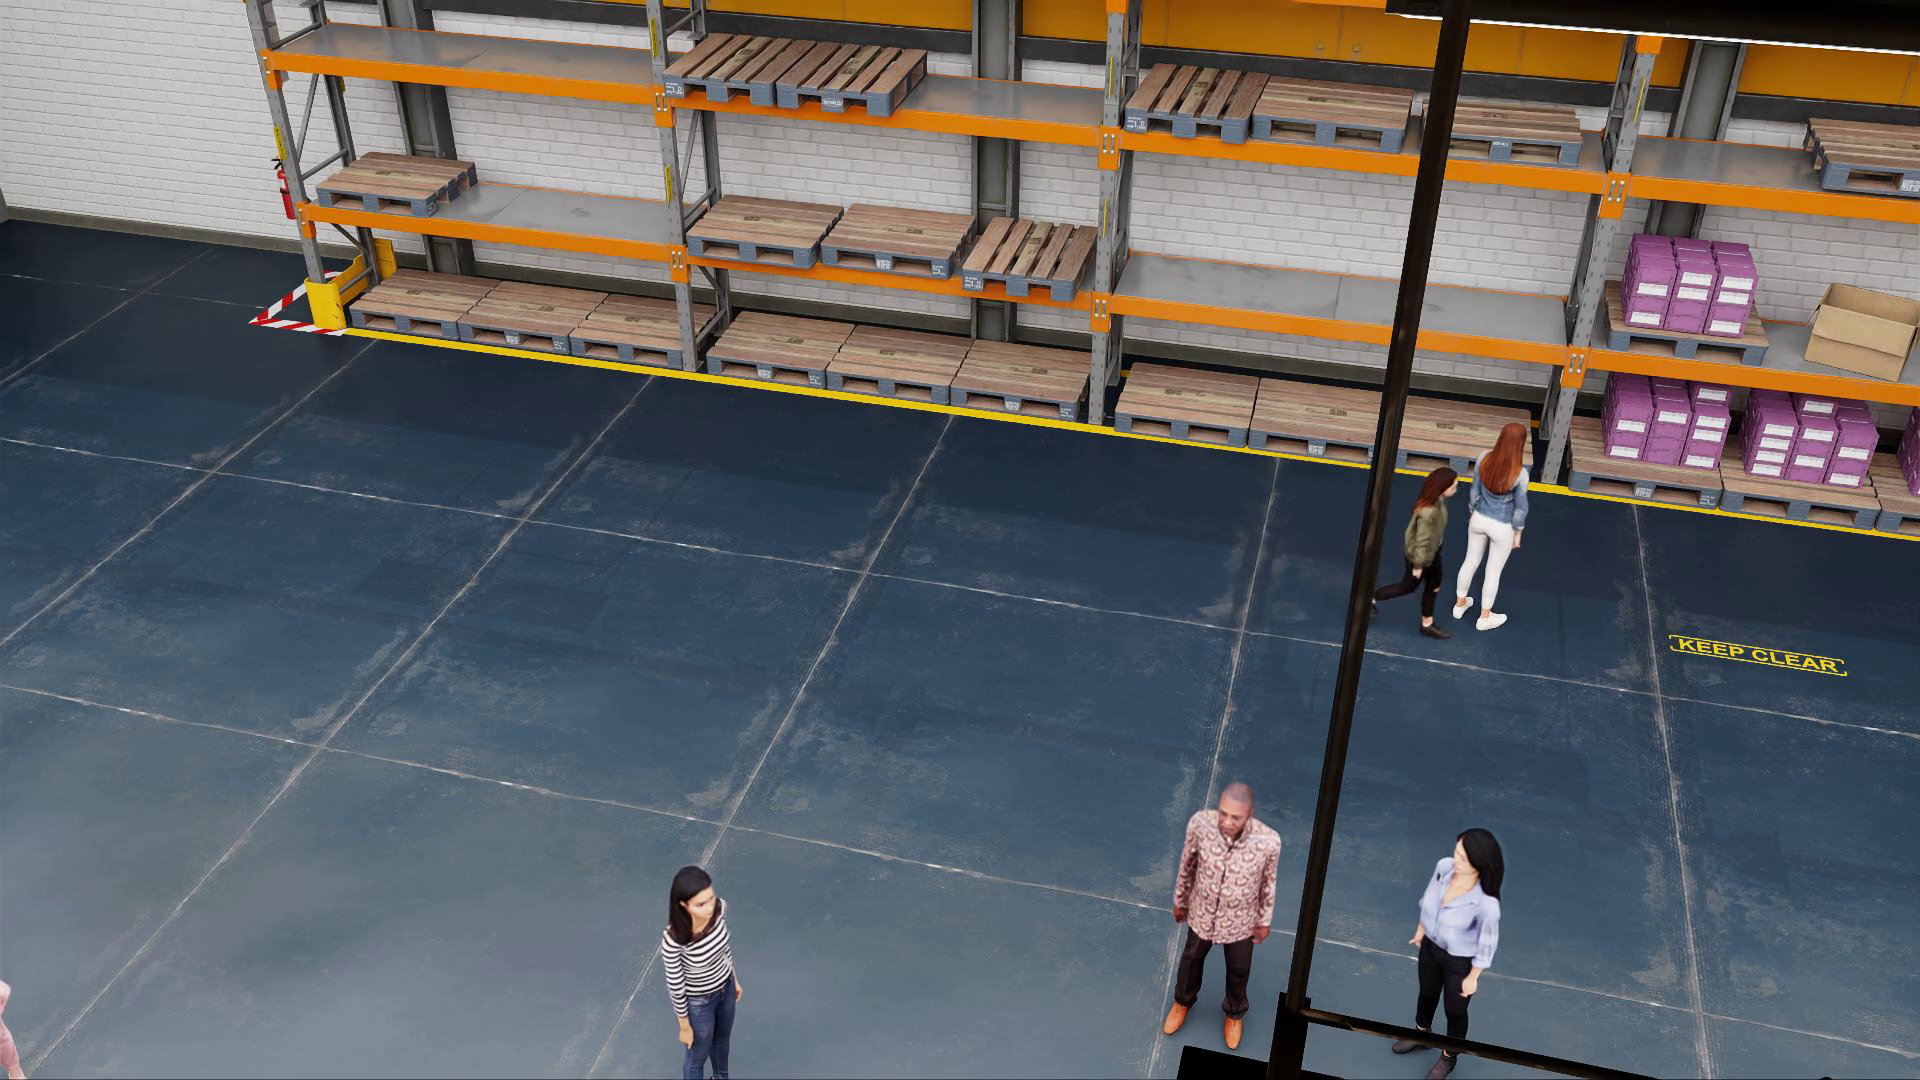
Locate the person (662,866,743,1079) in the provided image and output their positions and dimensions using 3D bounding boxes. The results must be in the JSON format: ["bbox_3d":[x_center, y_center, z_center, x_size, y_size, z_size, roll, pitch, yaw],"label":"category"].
[{"bbox_3d":[-1.304,2.350,8.514,0.583,1.797,0.635,20,38,27],"label":"person"}]

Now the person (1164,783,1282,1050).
[{"bbox_3d":[1.435,2.001,9.030,0.524,1.808,0.755,10,35,15],"label":"person"}]

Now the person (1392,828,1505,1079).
[{"bbox_3d":[2.600,2.198,8.791,0.776,1.743,0.733,-15,37,-22],"label":"person"}]

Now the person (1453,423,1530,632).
[{"bbox_3d":[3.935,-0.108,12.297,0.754,1.702,0.645,-26,42,-33],"label":"person"}]

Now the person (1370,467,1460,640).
[{"bbox_3d":[3.331,0.083,12.234,1.029,1.454,0.805,18,38,25],"label":"person"}]
